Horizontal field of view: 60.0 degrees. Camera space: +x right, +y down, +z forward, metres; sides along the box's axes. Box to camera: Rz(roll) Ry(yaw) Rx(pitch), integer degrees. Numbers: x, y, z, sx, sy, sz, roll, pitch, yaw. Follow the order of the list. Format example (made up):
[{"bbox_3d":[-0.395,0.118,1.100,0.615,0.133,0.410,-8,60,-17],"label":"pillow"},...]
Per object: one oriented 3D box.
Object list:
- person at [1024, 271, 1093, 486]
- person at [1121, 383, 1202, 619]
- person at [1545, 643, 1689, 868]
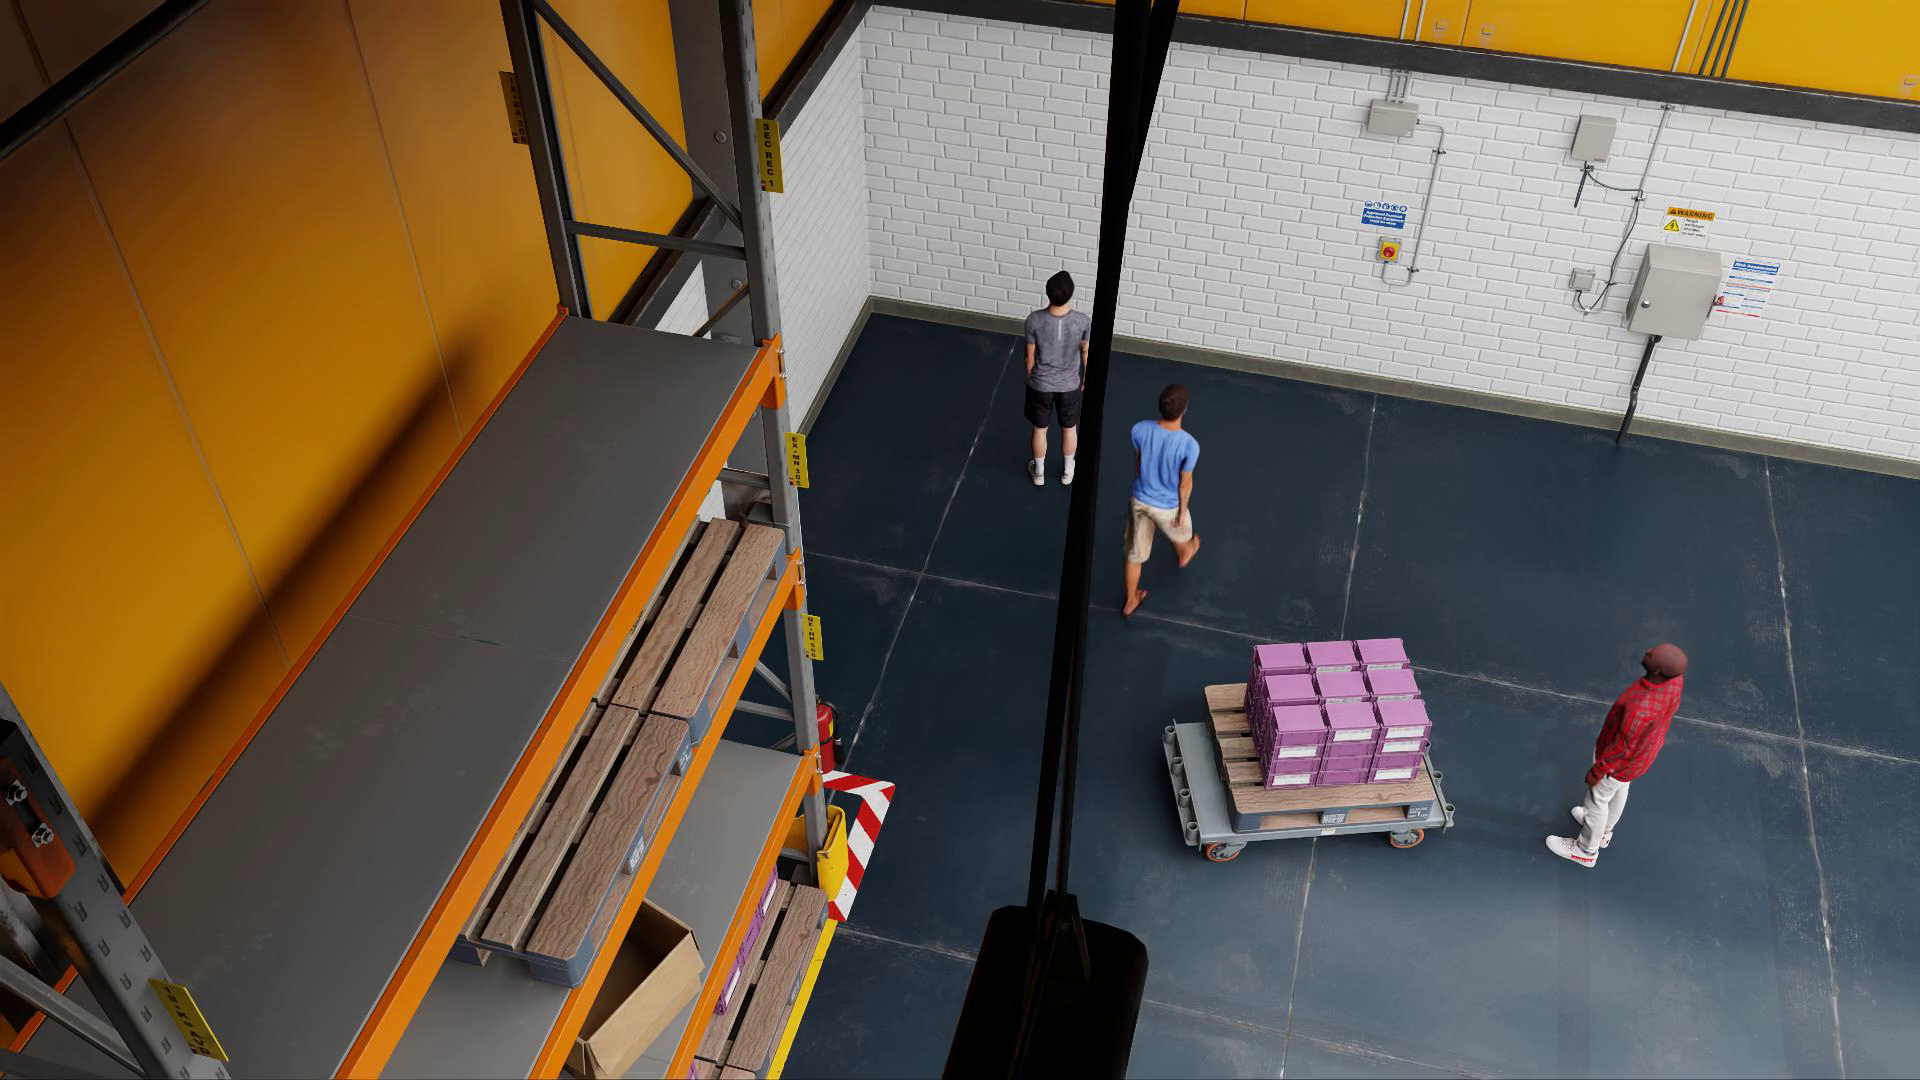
[{"bbox_3d":[0.696,-1.161,12.141,0.710,1.871,0.649,0,44,0],"label":"person"},{"bbox_3d":[1.289,-0.208,11.172,0.762,1.828,1.162,18,46,18],"label":"person"},{"bbox_3d":[3.874,1.228,9.670,0.706,1.820,0.817,-33,53,-30],"label":"person"}]
